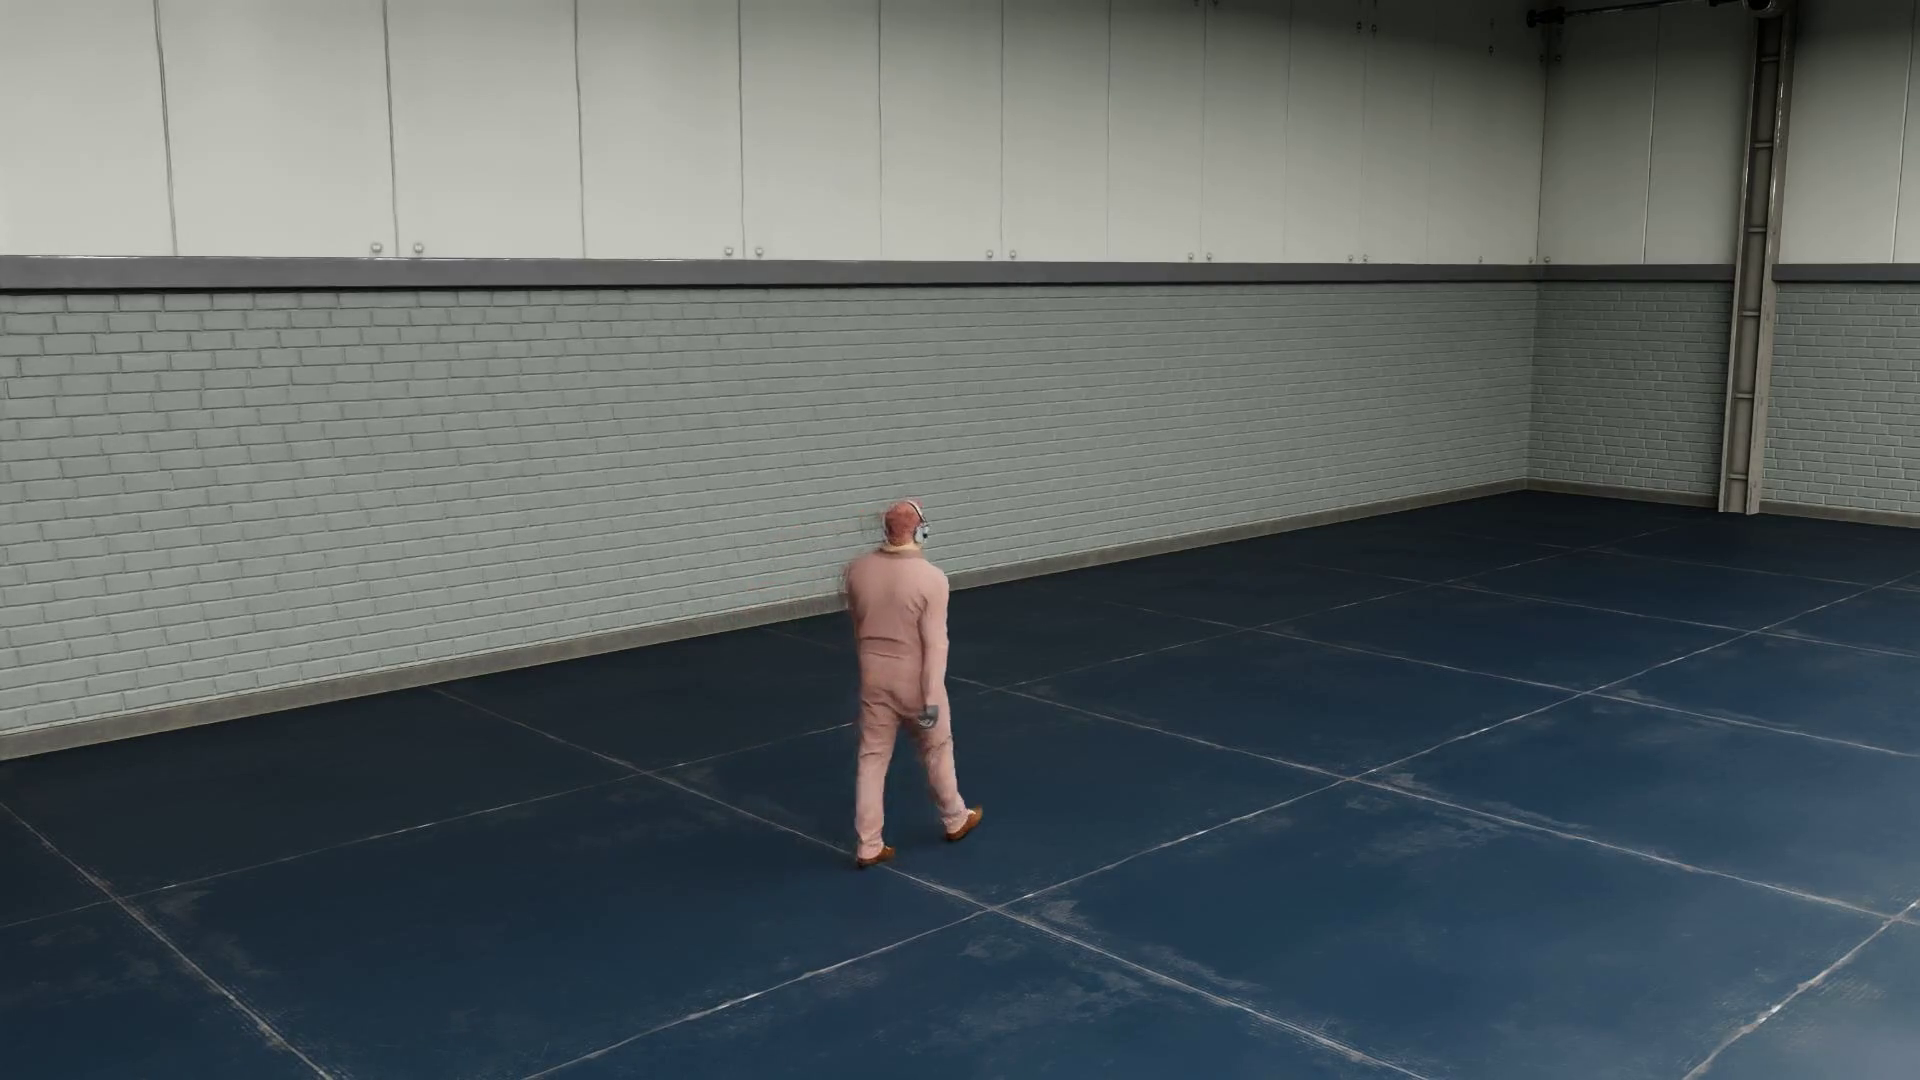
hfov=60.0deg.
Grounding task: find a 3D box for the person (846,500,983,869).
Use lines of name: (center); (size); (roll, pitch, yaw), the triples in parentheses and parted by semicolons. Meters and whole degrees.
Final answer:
person: (-0.257, 0.720, 8.654); (0.660, 1.865, 0.938); (5, 11, 29)
